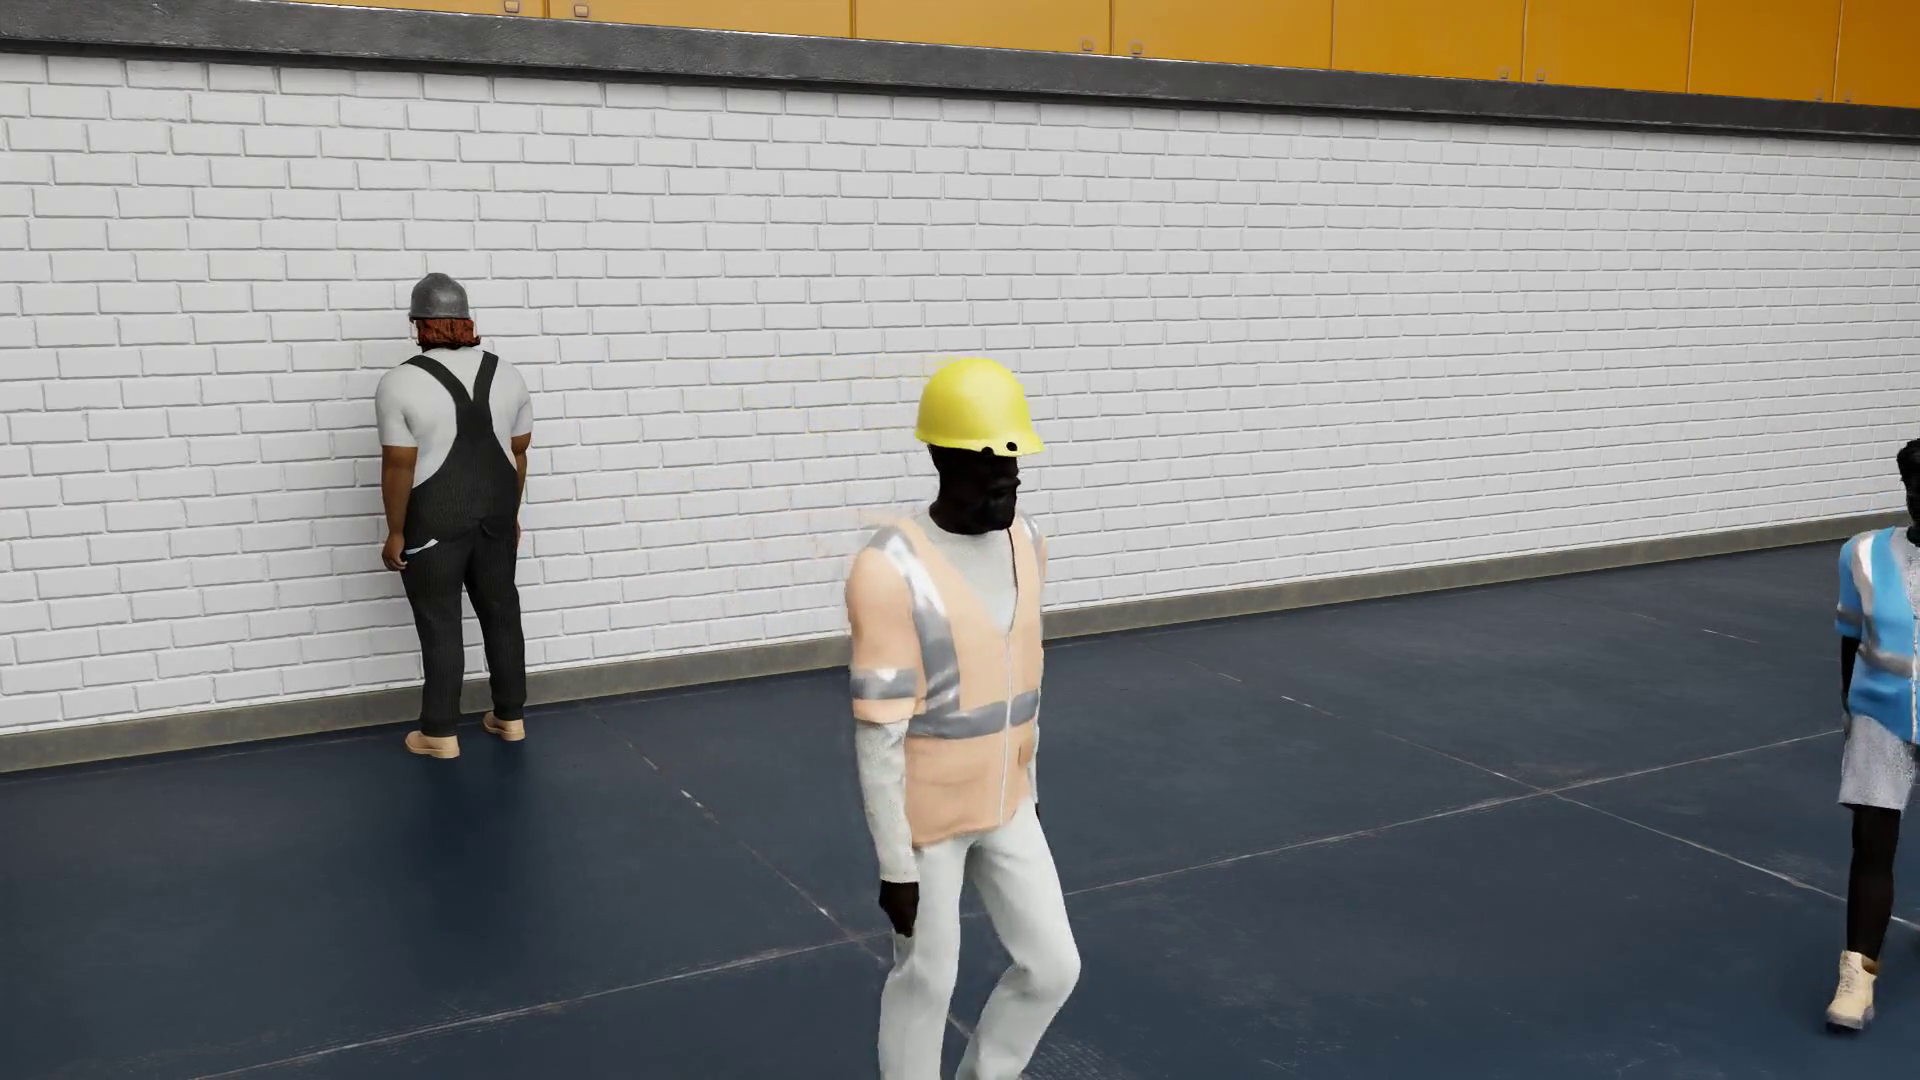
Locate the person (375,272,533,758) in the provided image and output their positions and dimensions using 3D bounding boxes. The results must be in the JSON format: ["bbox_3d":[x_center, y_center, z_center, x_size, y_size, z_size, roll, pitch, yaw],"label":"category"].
[{"bbox_3d":[-2.175,-0.108,7.065,0.536,2.000,0.678,9,14,43],"label":"person"}]

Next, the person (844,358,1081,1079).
[{"bbox_3d":[0.007,0.567,3.559,0.499,1.906,0.609,9,13,41],"label":"person"}]

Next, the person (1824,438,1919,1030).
[{"bbox_3d":[2.739,0.505,4.696,0.538,1.643,0.910,9,13,41],"label":"person"}]
